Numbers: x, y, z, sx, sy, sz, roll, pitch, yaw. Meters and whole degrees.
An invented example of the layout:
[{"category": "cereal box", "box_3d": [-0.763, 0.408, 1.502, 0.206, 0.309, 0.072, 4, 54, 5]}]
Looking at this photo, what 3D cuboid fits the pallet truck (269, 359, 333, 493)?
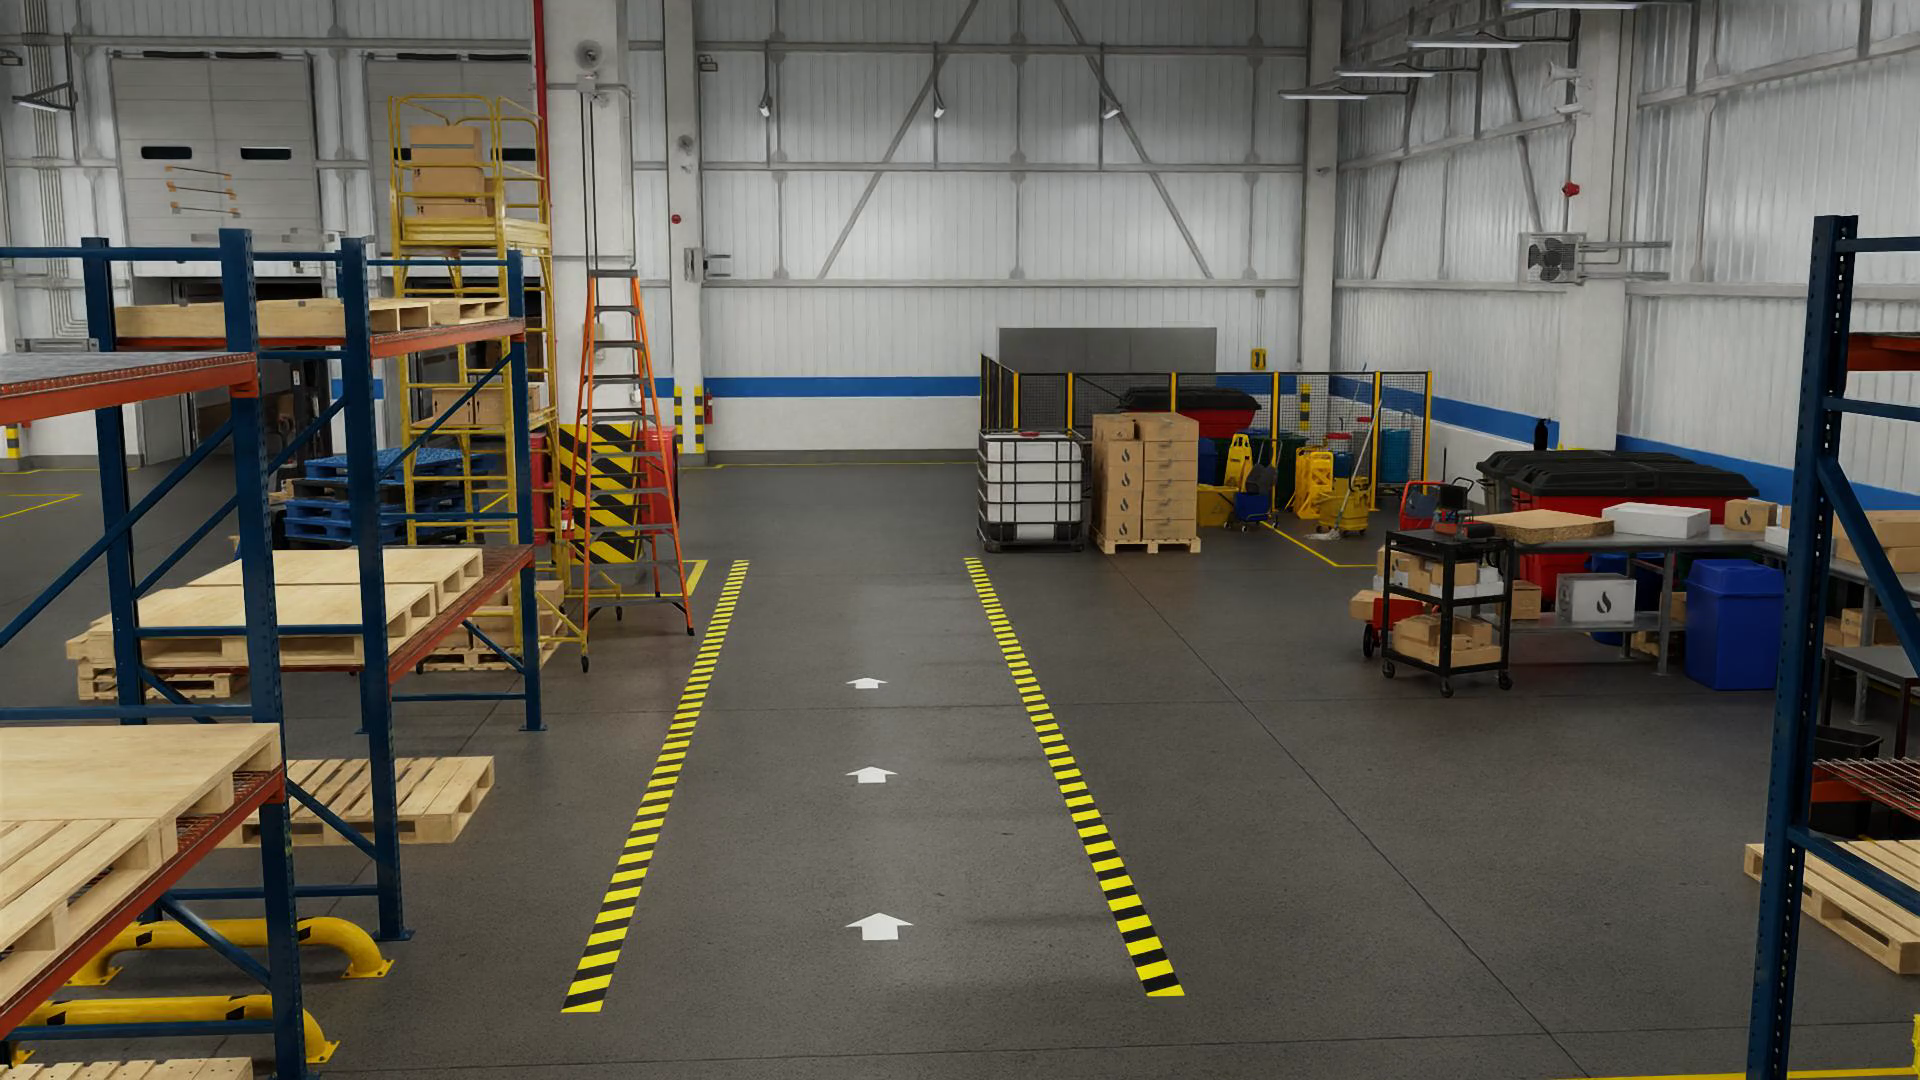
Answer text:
[{"category": "pallet truck", "box_3d": [-7.062, -1.131, 18.996, 1.885, 1.965, 0.823, 2, 9, 13]}]
